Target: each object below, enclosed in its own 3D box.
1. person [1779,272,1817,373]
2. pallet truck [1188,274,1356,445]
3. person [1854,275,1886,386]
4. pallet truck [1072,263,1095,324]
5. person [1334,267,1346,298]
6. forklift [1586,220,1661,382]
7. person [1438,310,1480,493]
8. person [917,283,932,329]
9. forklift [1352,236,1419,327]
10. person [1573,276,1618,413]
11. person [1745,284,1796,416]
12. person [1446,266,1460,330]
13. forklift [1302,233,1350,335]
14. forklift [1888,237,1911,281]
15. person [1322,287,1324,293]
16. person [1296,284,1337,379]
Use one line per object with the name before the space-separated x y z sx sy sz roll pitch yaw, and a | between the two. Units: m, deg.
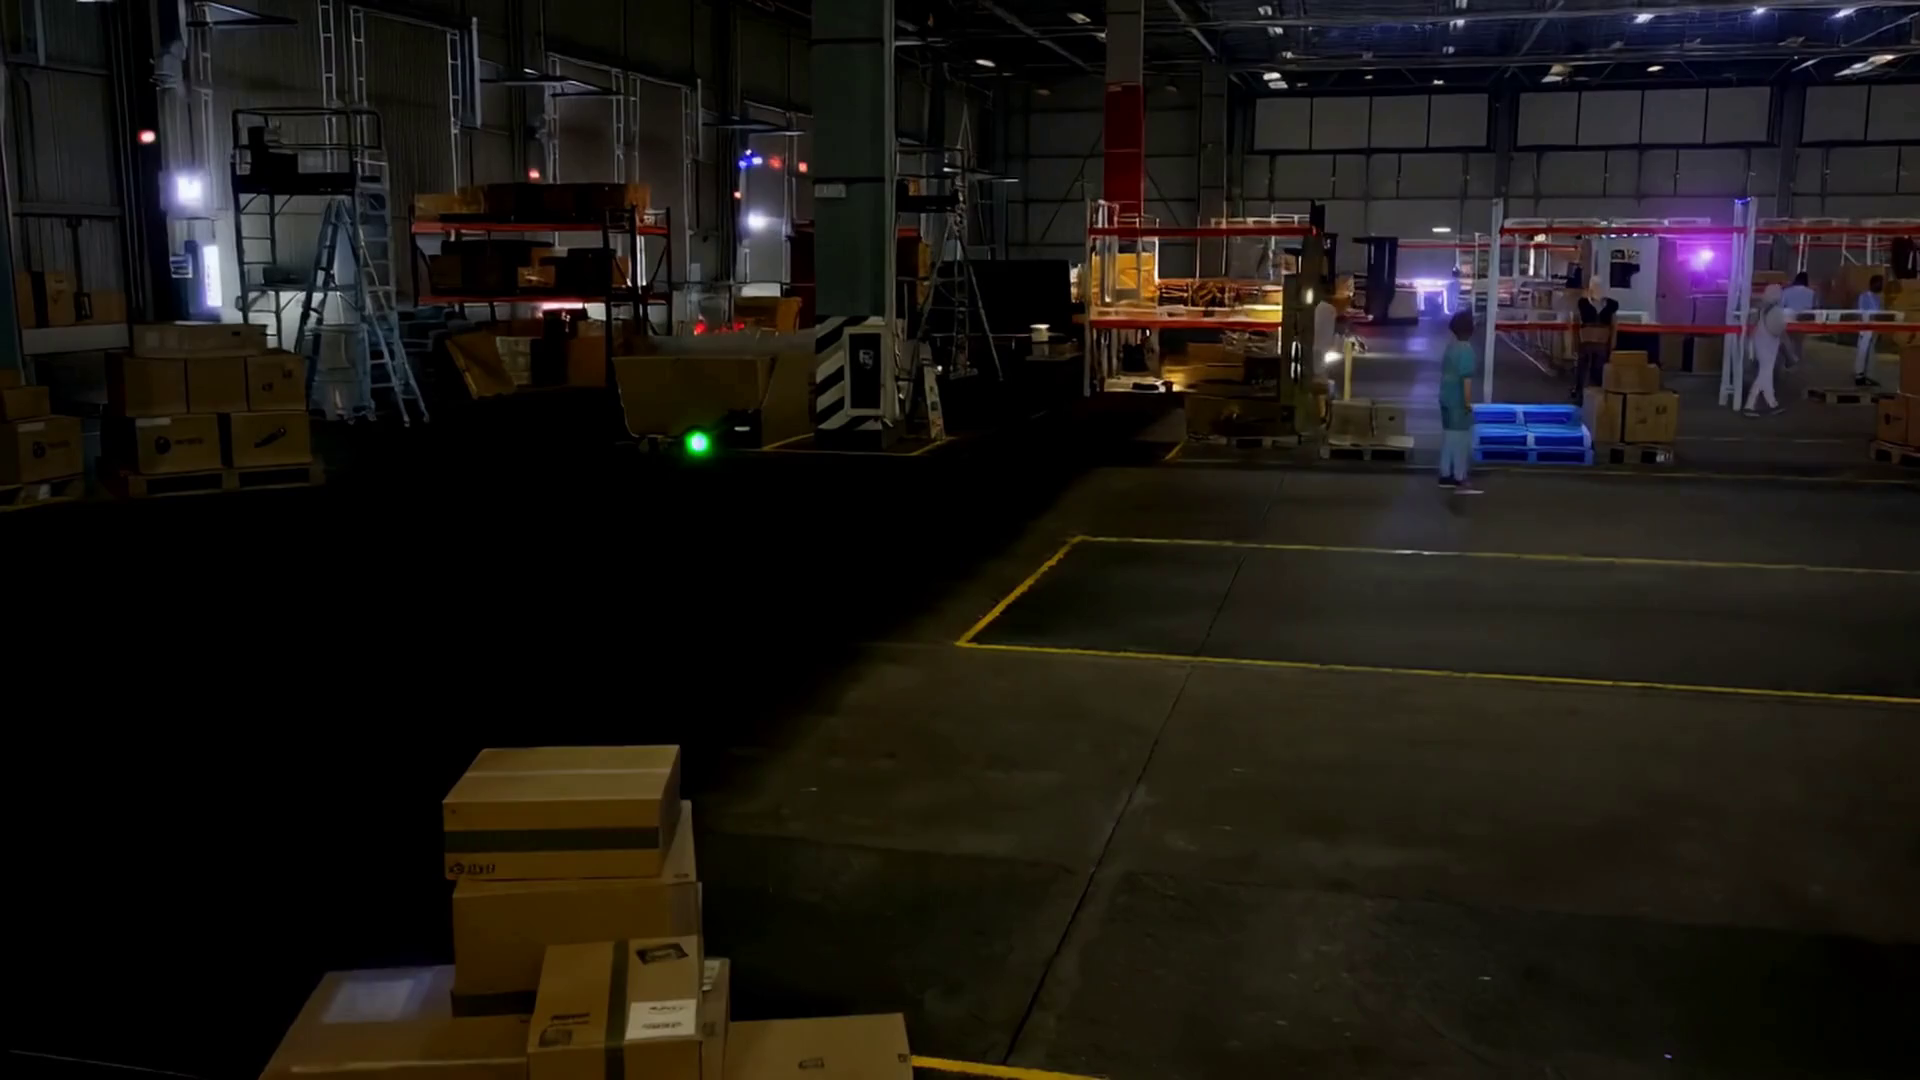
person | 15.943 -4.141 31.674 0.657 1.898 0.913 6 11 31
pallet truck | 3.653 -2.138 19.590 1.885 1.965 0.823 -4 10 -20
person | 15.517 -3.562 28.309 0.573 1.883 0.357 -4 11 -25
pallet truck | 4.325 -8.180 55.162 0.823 1.965 1.885 6 11 31
person | 10.407 -6.638 46.340 0.859 1.905 0.578 -8 13 -41
forklift | 11.608 -4.185 29.044 1.129 2.768 1.873 2 10 14
person | 4.641 -1.289 15.478 0.317 1.696 0.549 -1 10 -5
person | -1.043 -7.370 50.601 0.544 1.930 0.389 -4 11 -24
forklift | 13.260 -8.050 51.799 1.873 2.768 1.129 -2 10 -12
person | 8.909 -2.738 23.354 0.587 1.920 0.393 1 10 8
person | 11.200 -2.604 22.892 0.906 1.804 0.517 -3 10 -16
person | 14.974 -7.344 50.440 0.357 1.931 0.629 5 11 26
forklift | 9.694 -6.888 44.961 1.129 2.768 1.873 -2 10 -14
forklift | 30.791 -8.527 54.608 1.873 2.768 1.129 2 10 14
person | 6.835 -4.126 32.063 0.486 1.738 0.320 -9 13 -42
person | 4.976 -2.659 23.177 0.629 1.823 0.580 8 13 41
